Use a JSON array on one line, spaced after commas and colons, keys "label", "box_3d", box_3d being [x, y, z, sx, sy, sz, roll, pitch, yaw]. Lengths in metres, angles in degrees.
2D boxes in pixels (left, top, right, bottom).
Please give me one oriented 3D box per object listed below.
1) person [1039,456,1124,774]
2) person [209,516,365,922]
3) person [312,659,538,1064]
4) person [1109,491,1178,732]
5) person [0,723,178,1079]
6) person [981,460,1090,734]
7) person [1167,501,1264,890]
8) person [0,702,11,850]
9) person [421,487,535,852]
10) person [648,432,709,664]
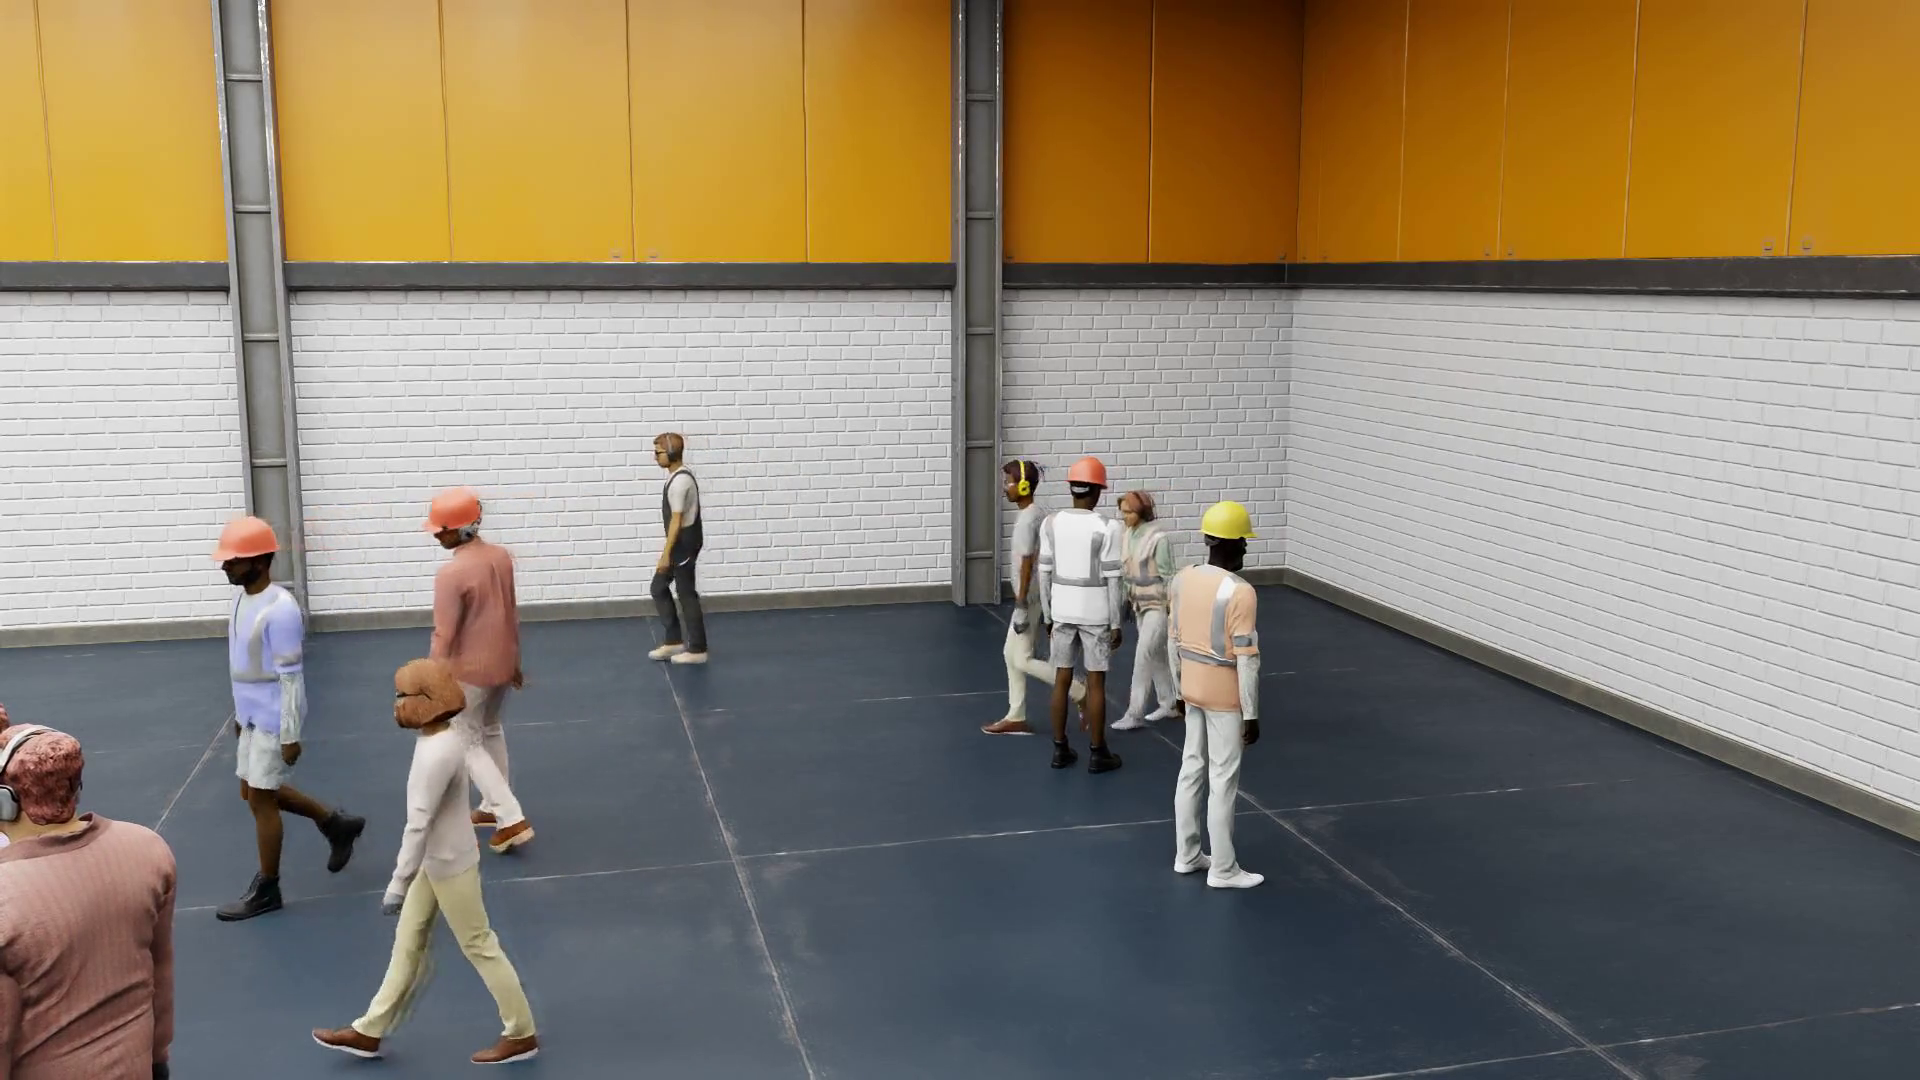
[{"label": "person", "box_3d": [0.755, 0.454, 10.154, 0.547, 1.929, 0.389, 5, 10, 30]}, {"label": "person", "box_3d": [-3.230, 0.817, 7.917, 0.674, 1.920, 0.565, -8, 12, -41]}, {"label": "person", "box_3d": [-2.033, 1.242, 6.298, 0.849, 1.588, 0.503, -3, 9, -17]}, {"label": "person", "box_3d": [1.209, 0.468, 11.099, 0.716, 1.597, 0.532, -4, 10, -25]}, {"label": "person", "box_3d": [-2.312, 1.407, 4.281, 0.408, 1.909, 0.638, 3, 10, 19]}, {"label": "person", "box_3d": [0.518, 0.394, 10.800, 0.694, 1.842, 0.517, 0, 9, 2]}, {"label": "person", "box_3d": [1.281, 0.762, 8.240, 0.372, 1.925, 0.596, -6, 11, -31]}, {"label": "person", "box_3d": [-2.693, 1.354, 4.612, 0.639, 1.909, 0.407, 7, 12, 39]}, {"label": "person", "box_3d": [-2.490, 0.677, 8.749, 0.658, 1.946, 0.658, 3, 10, 17]}, {"label": "person", "box_3d": [-2.236, 0.074, 12.846, 0.619, 1.821, 0.528, -2, 9, -11]}]
